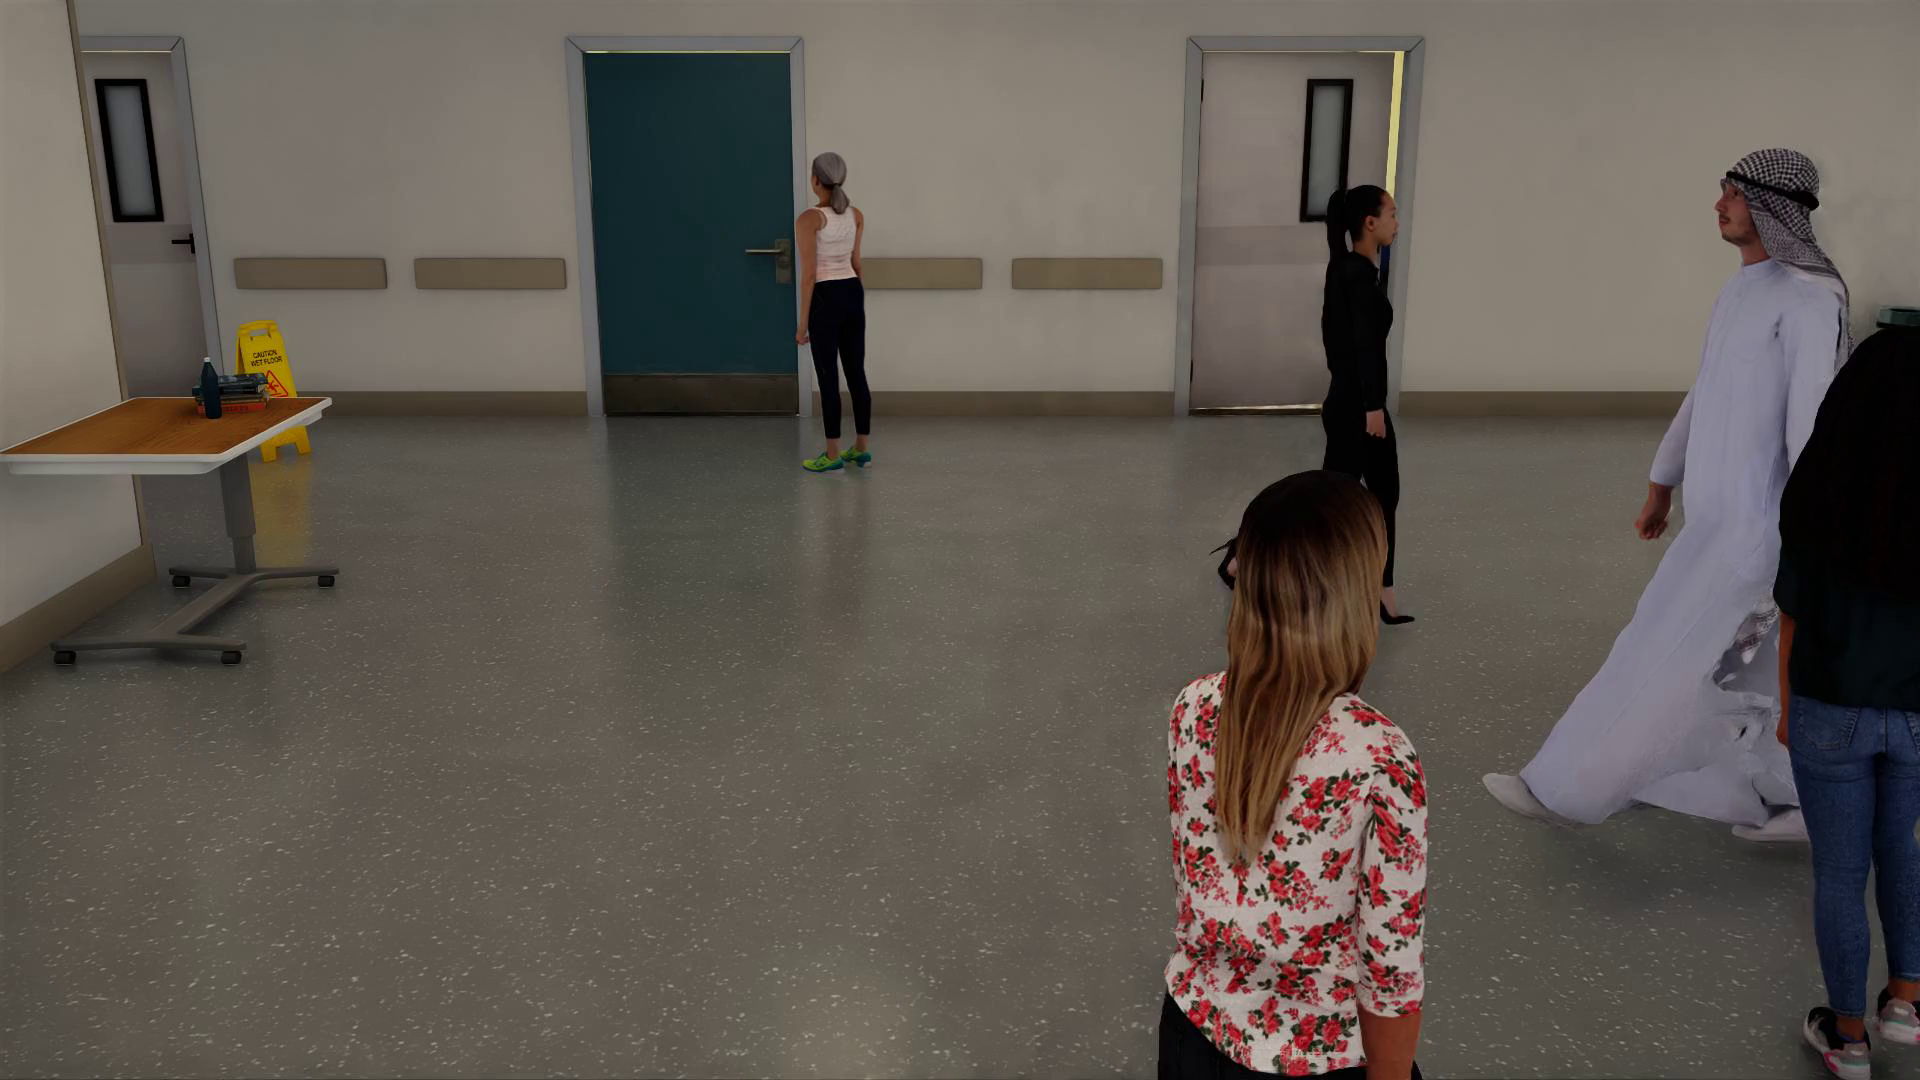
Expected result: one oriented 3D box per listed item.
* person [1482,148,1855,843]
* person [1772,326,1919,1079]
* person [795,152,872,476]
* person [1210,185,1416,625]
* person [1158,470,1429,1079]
[{"bbox_3d":[2.161,-0.029,4.396,1.286,1.876,0.820,2,16,6],"label":"person"},{"bbox_3d":[1.880,0.388,3.430,0.588,1.597,0.708,5,16,16],"label":"person"},{"bbox_3d":[-0.667,-1.214,8.920,0.673,1.701,0.735,-15,21,-42],"label":"person"},{"bbox_3d":[1.410,-0.463,6.282,1.075,1.687,0.744,4,16,13],"label":"person"},{"bbox_3d":[0.375,0.725,2.198,0.788,1.618,0.848,15,22,43],"label":"person"}]
